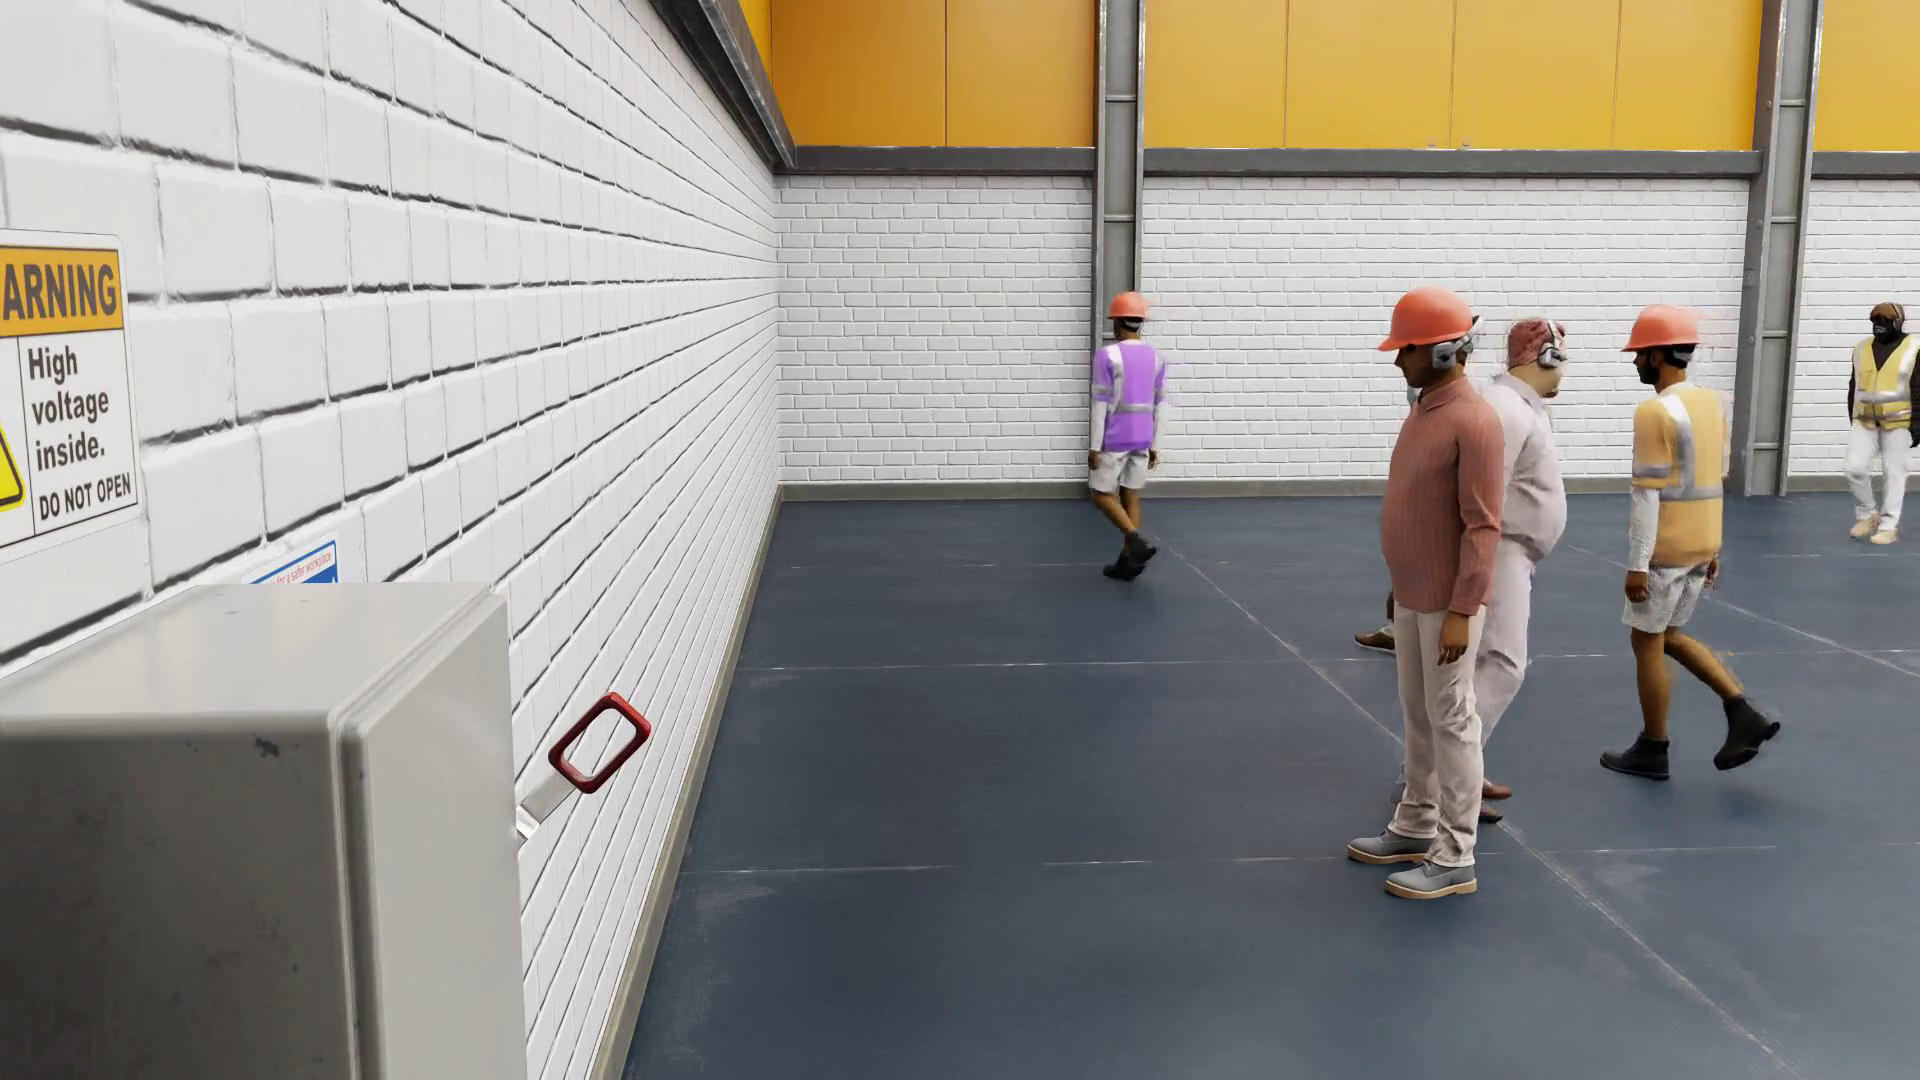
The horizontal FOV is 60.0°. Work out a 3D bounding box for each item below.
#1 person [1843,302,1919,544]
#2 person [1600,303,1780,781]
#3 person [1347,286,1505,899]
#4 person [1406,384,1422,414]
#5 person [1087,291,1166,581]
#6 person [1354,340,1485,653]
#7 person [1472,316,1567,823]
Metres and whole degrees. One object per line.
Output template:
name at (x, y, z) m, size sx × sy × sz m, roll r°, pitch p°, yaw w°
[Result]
person at (6.953, -0.871, 12.502) m, size 0.451 × 1.823 × 0.633 m, roll -7°, pitch 11°, yaw -37°
person at (2.875, 0.028, 6.587) m, size 0.555 × 1.916 × 0.628 m, roll -8°, pitch 12°, yaw -42°
person at (1.537, 0.172, 5.452) m, size 0.391 × 1.986 × 0.609 m, roll -1°, pitch 9°, yaw -6°
person at (3.677, -0.948, 13.250) m, size 0.302 × 1.743 × 0.493 m, roll -1°, pitch 9°, yaw -5°
person at (1.110, -0.656, 10.855) m, size 0.555 × 1.918 × 0.556 m, roll -5°, pitch 11°, yaw -31°
person at (2.515, -0.244, 8.586) m, size 0.968 × 1.828 × 0.536 m, roll 7°, pitch 12°, yaw 38°
person at (2.039, 0.096, 6.290) m, size 0.467 × 1.870 × 0.673 m, roll 3°, pitch 10°, yaw 19°
